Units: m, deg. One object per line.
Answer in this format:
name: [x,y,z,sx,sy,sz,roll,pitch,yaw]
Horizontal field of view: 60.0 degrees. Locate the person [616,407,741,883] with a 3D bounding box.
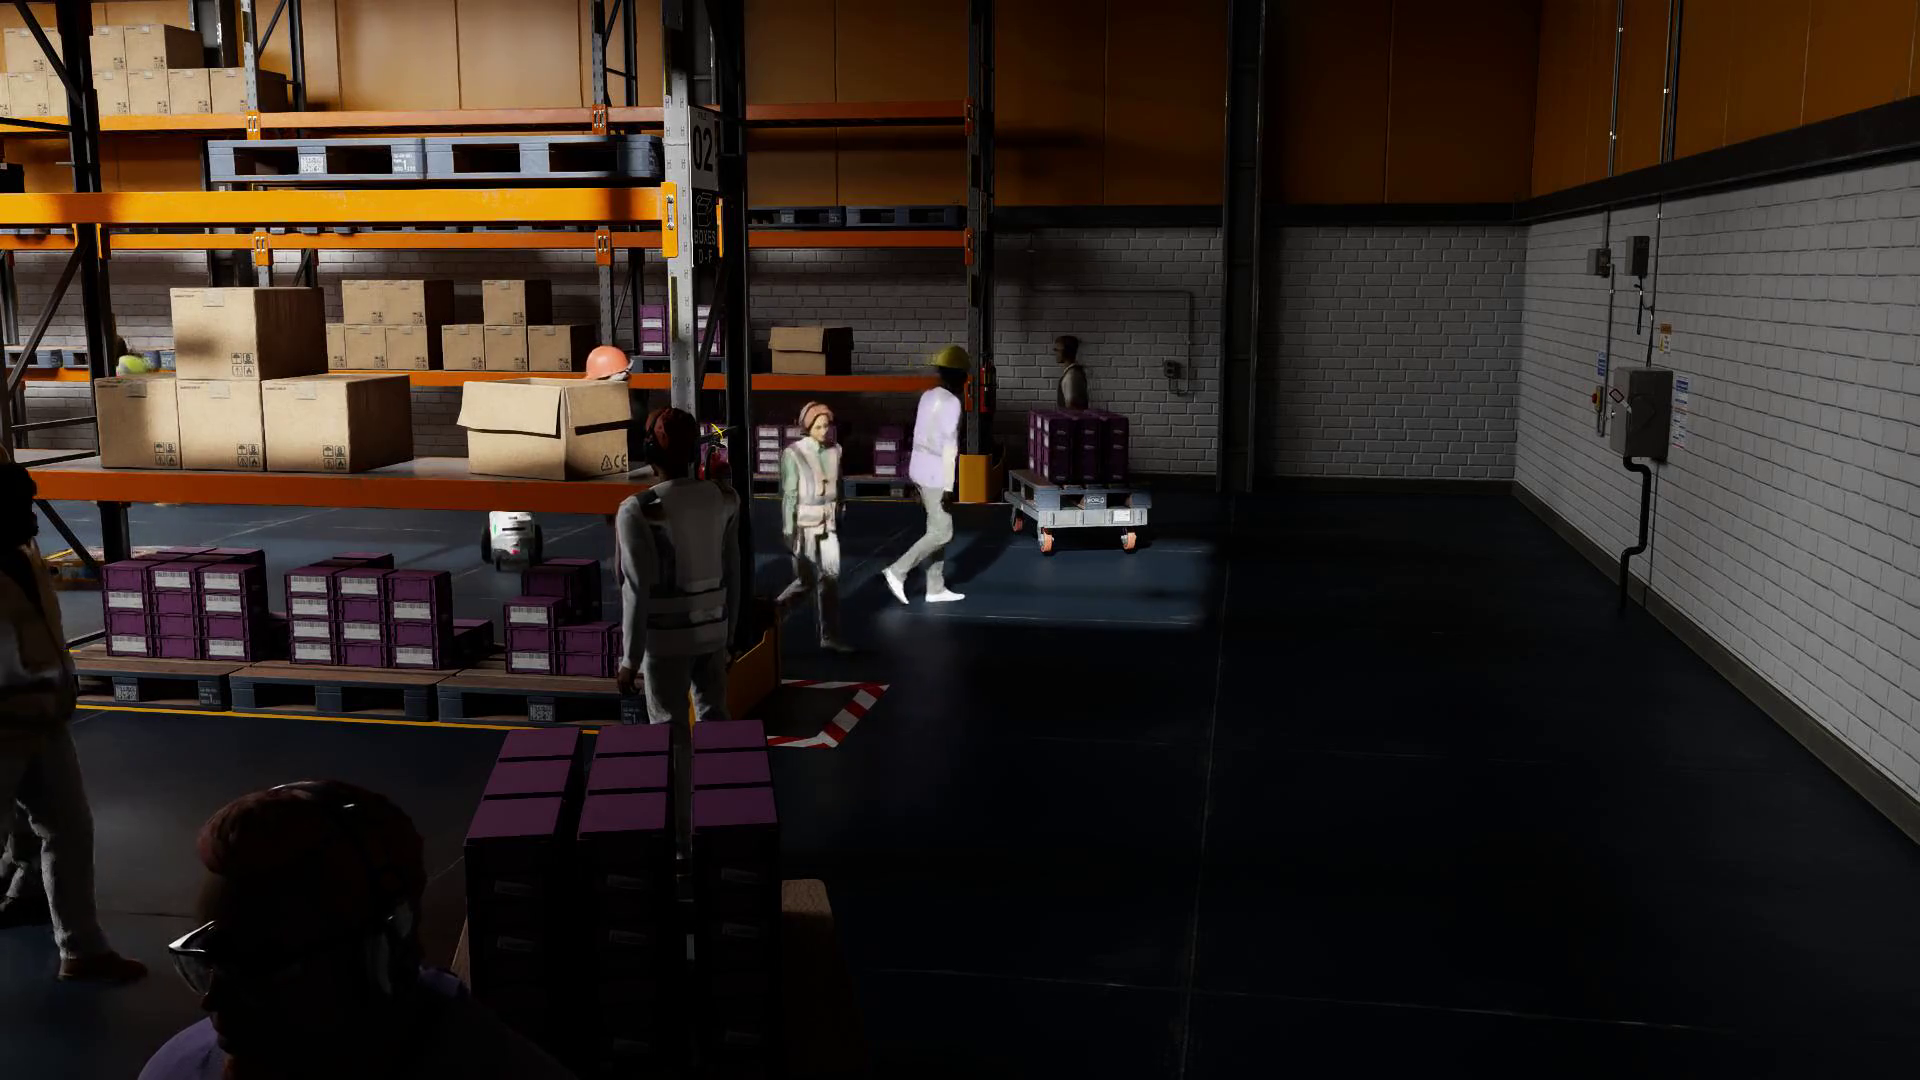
person: [-1.109,0.415,6.597,0.360,1.883,0.574,8,12,43]

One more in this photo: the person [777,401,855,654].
person: [-0.964,-0.072,10.405,0.516,1.618,0.569,7,12,38]

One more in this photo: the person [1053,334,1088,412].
person: [1.089,-1.033,15.772,0.458,1.831,0.503,1,9,4]

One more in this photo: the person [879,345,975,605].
person: [-0.230,-0.455,11.985,0.714,1.896,0.600,-4,10,-22]

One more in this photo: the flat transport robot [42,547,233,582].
flat transport robot: [-6.477,0.194,12.953,1.431,0.197,0.652,0,9,-3]

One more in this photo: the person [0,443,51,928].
person: [-3.586,0.510,6.163,0.404,1.833,0.588,-7,11,-35]

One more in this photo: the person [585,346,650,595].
person: [-1.994,-0.202,10.167,0.573,1.966,0.750,-3,10,-17]

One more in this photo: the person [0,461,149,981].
person: [-3.244,0.638,5.477,0.840,1.813,0.648,0,9,-1]

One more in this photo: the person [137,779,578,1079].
person: [-0.640,1.180,1.777,0.653,1.906,0.405,3,10,19]

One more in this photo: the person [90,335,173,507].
person: [-8.484,-1.213,17.032,0.956,1.784,0.659,0,9,-1]

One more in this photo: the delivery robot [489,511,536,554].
delivery robot: [-3.689,-0.112,13.688,0.477,0.478,0.707,-3,10,-17]
